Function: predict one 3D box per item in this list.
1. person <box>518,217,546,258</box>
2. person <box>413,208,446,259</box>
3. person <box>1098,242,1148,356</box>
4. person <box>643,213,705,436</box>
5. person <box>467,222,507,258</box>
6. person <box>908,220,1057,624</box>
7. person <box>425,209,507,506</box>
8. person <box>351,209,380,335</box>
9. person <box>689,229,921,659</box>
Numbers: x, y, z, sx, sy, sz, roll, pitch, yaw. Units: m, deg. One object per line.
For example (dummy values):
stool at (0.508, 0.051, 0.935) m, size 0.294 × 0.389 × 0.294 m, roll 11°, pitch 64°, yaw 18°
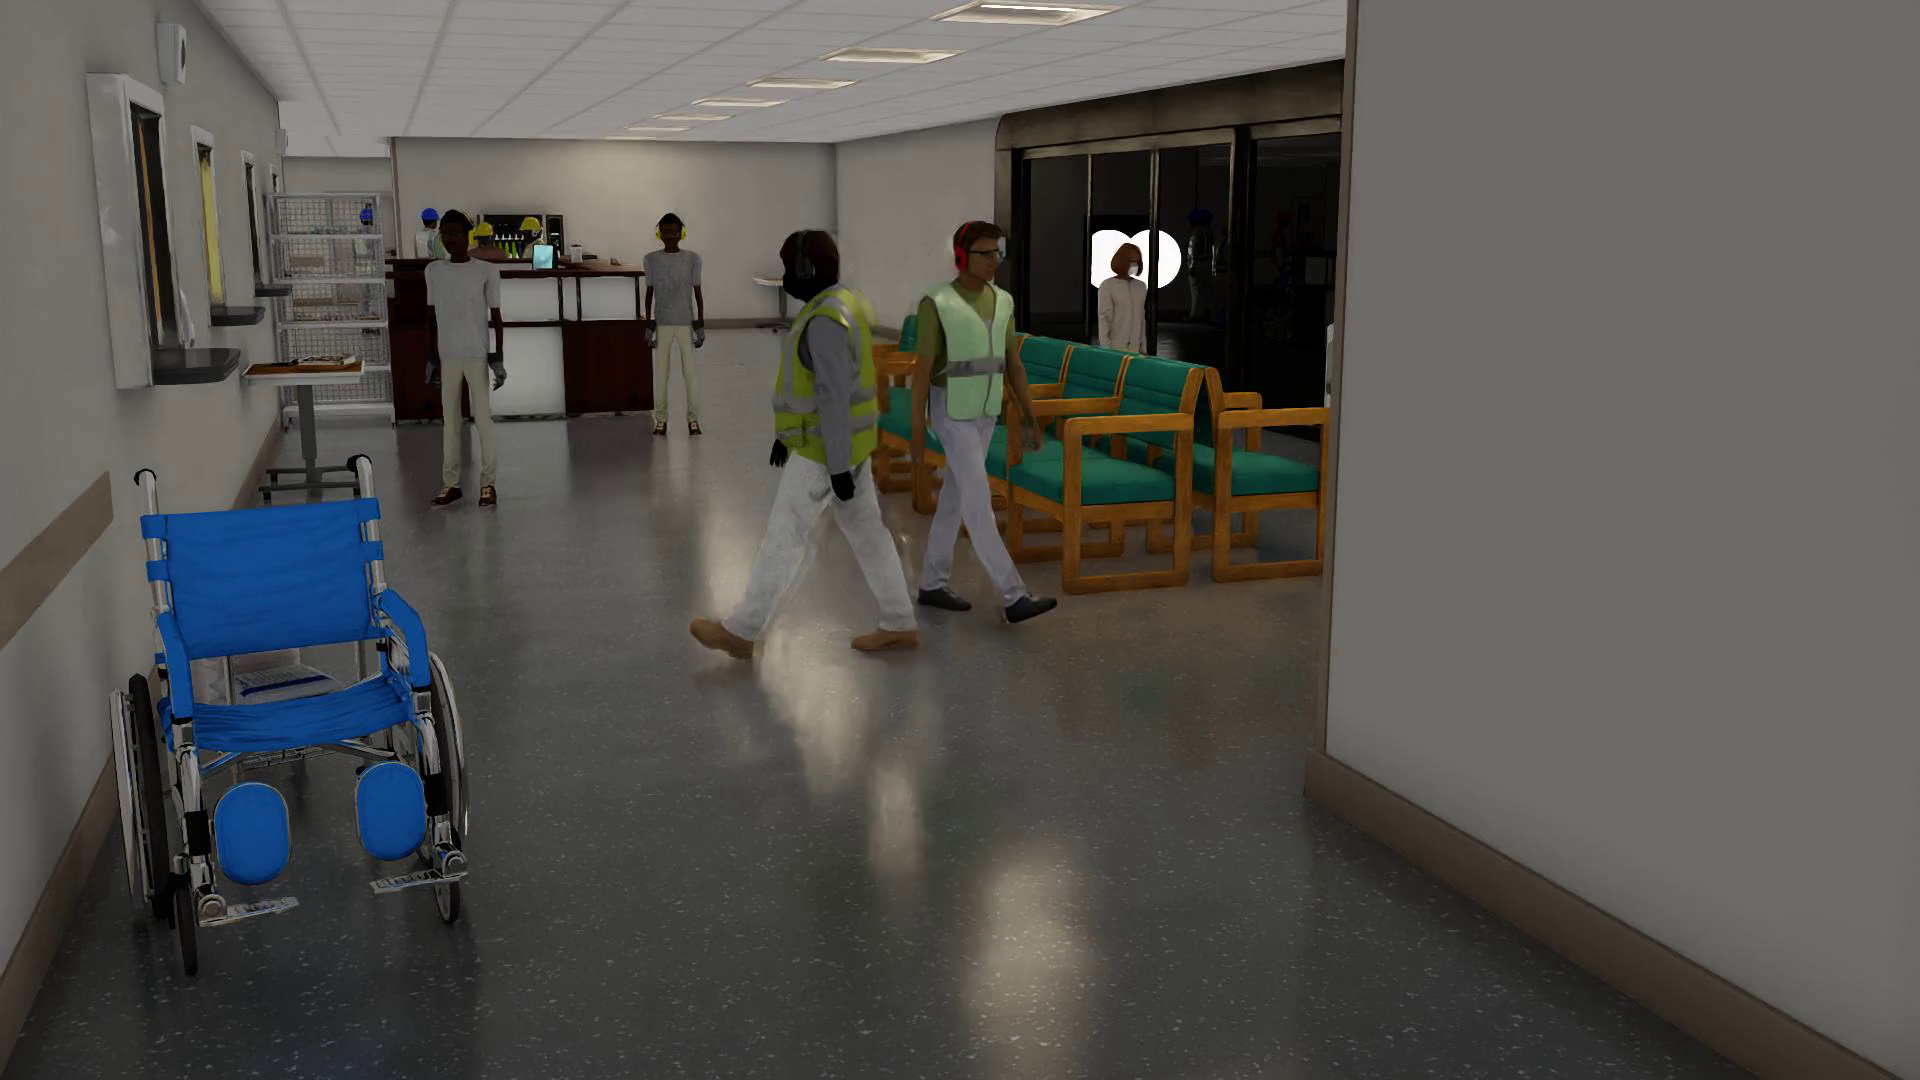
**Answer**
person at (-5.650, -3.368, 22.103) m, size 0.403 × 1.827 × 0.590 m, roll -5°, pitch 12°, yaw -22°
person at (-7.874, -3.963, 24.816) m, size 0.605 × 1.949 × 0.384 m, roll 7°, pitch 13°, yaw 32°
person at (1.259, -1.469, 12.832) m, size 0.498 × 1.633 × 0.284 m, roll -9°, pitch 14°, yaw -39°
person at (-2.391, -1.796, 13.944) m, size 0.506 × 1.861 × 0.329 m, roll -1°, pitch 11°, yaw -4°
person at (-5.986, -3.140, 21.101) m, size 0.522 × 1.759 × 0.349 m, roll 0°, pitch 11°, yaw -1°
person at (0.143, -0.518, 7.501) m, size 0.953 × 1.797 × 0.581 m, roll 8°, pitch 14°, yaw 37°
person at (-3.139, -1.142, 10.536) m, size 0.520 × 1.873 × 0.333 m, roll 1°, pitch 11°, yaw 4°
person at (-9.131, -4.147, 25.756) m, size 0.602 × 1.949 × 0.391 m, roll 6°, pitch 13°, yaw 29°
person at (-0.615, -0.383, 6.905) m, size 0.960 × 1.776 × 0.607 m, roll 1°, pitch 11°, yaw 5°
